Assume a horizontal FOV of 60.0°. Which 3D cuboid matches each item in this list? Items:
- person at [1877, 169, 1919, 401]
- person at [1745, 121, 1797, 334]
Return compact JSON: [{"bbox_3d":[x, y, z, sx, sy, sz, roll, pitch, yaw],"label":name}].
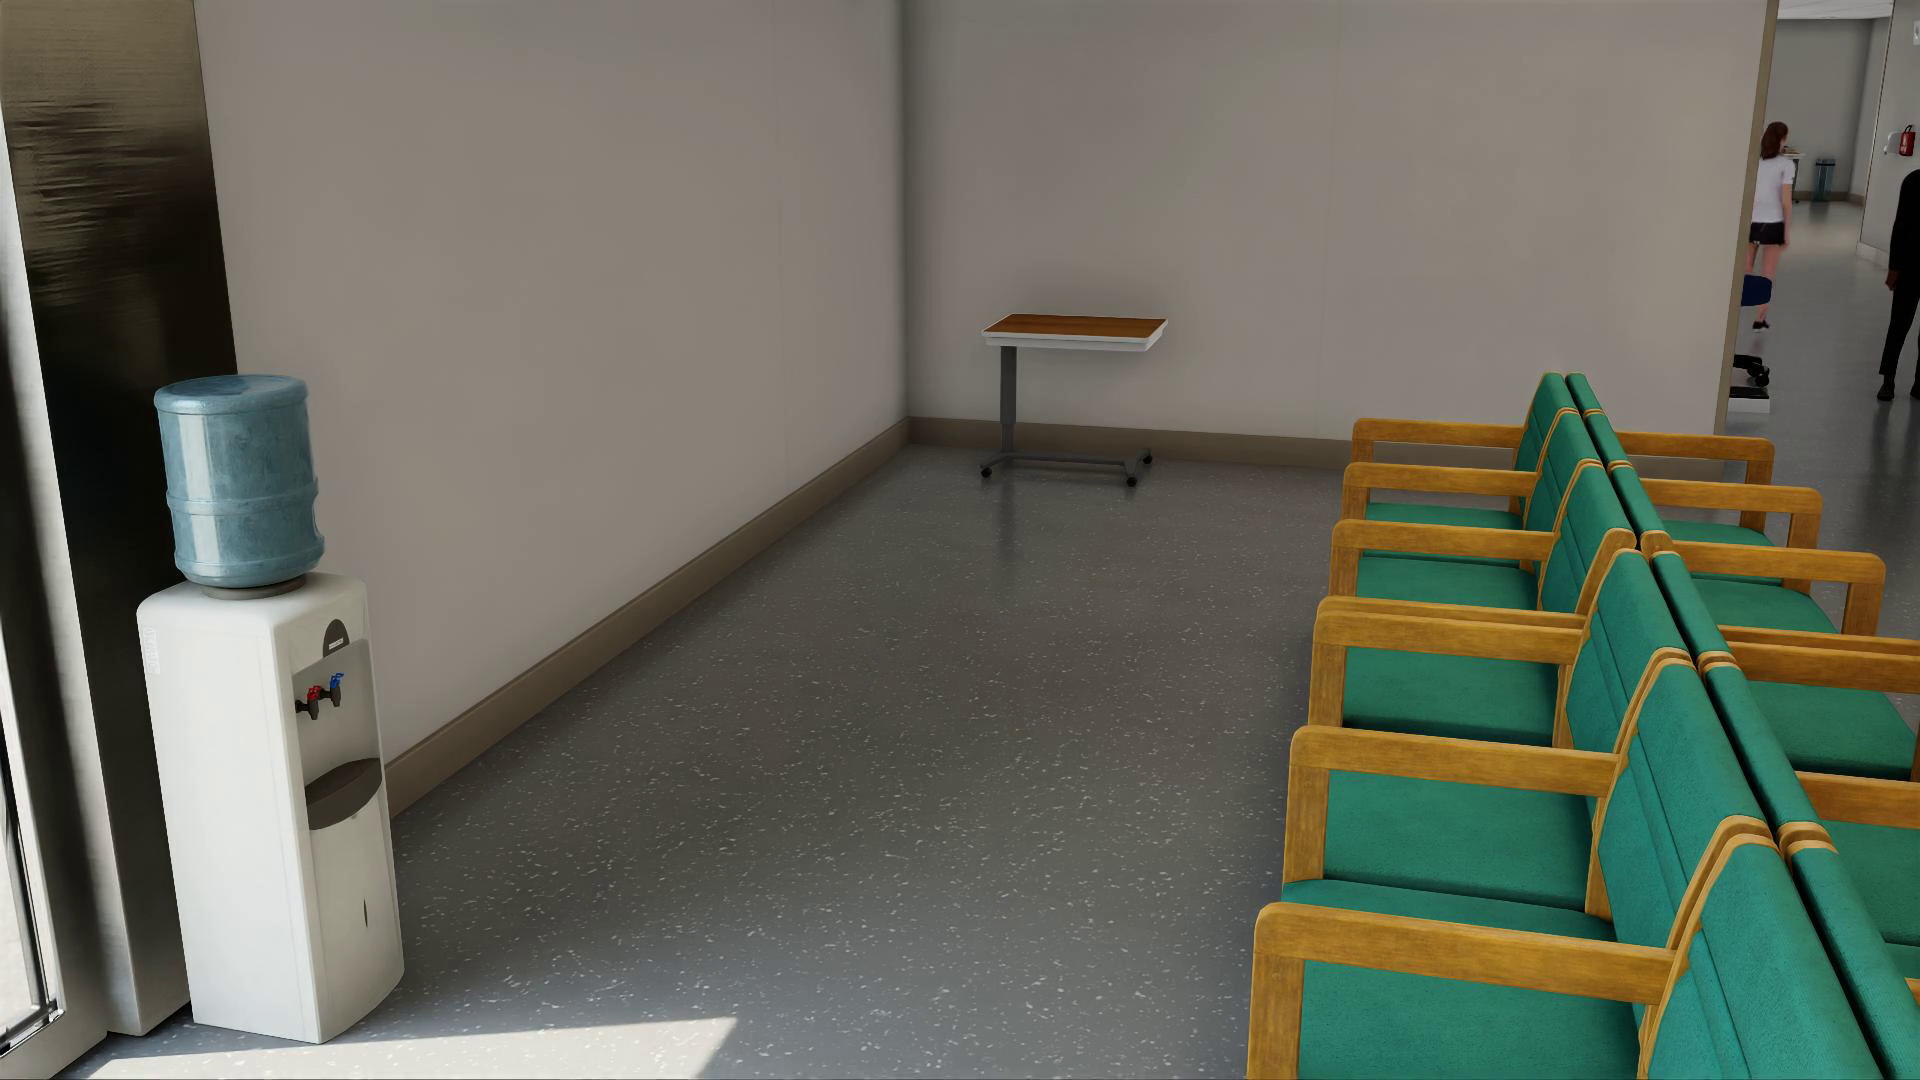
[{"bbox_3d":[6.454,-1.849,11.113,0.463,1.810,0.680,4,16,15],"label":"person"},{"bbox_3d":[6.587,-2.549,13.749,0.977,1.726,1.014,-12,20,-37],"label":"person"}]
